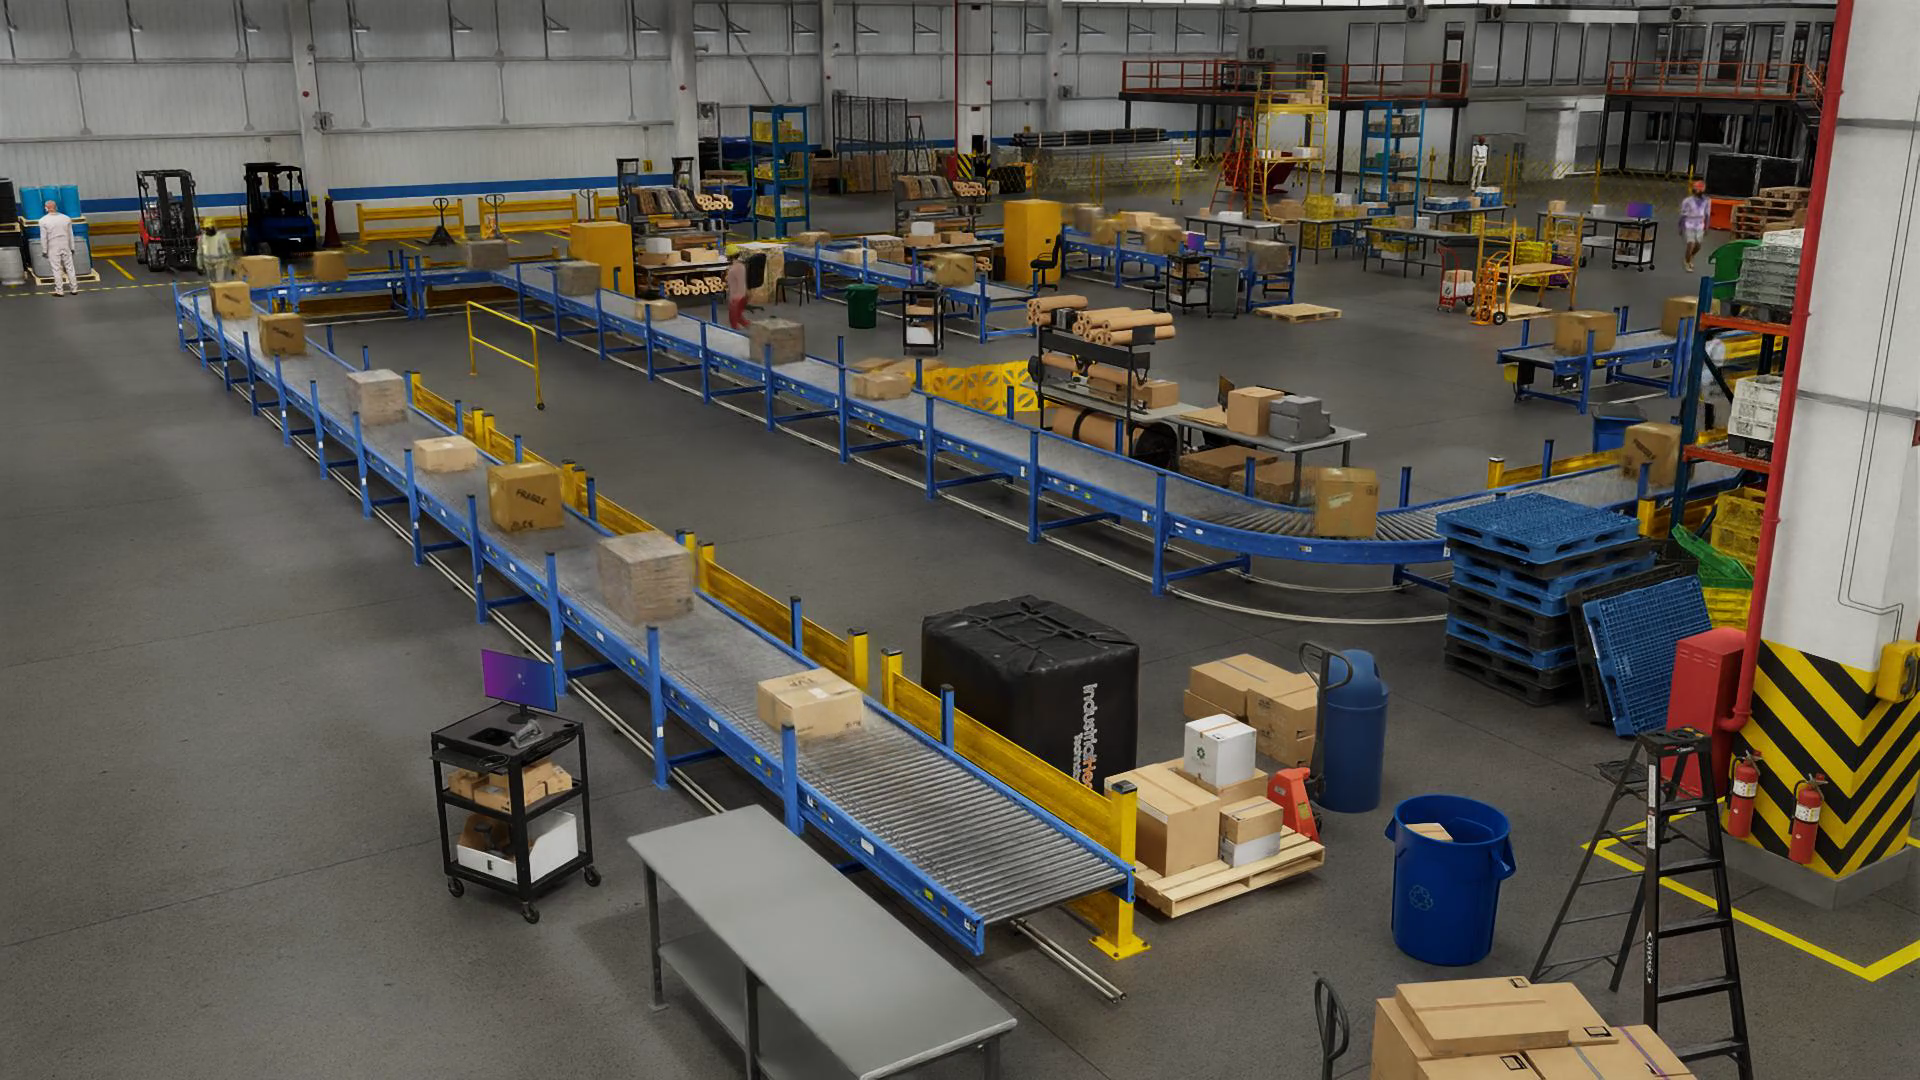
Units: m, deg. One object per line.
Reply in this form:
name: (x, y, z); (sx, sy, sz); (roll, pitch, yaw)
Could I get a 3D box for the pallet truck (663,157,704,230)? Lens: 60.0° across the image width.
pallet truck: (-7.586, -9.308, 44.692); (0.823, 1.965, 1.885); (-11, 20, -33)

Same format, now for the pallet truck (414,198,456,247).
pallet truck: (-13.250, -8.060, 41.856); (0.680, 1.201, 1.601); (-10, 20, -31)

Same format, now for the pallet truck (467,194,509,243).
pallet truck: (-11.983, -8.177, 42.137); (0.704, 1.261, 1.522); (-11, 20, -33)

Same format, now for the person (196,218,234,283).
person: (-13.968, -5.121, 31.121); (0.621, 1.780, 0.916); (0, 17, 1)

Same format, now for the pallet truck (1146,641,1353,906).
pallet truck: (1.664, 1.407, 10.232); (1.630, 1.274, 0.653); (-10, 20, -31)

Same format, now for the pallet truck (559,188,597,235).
pallet truck: (-10.010, -8.652, 43.699); (0.653, 1.274, 1.630); (-10, 20, -31)

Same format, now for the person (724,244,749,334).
person: (-3.648, -3.986, 27.397); (0.478, 1.747, 0.536); (8, 18, 24)

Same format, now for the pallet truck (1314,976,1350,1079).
pallet truck: (2.299, 2.390, 7.086); (1.601, 1.201, 0.680); (-2, 17, -7)

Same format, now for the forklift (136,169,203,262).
forklift: (-17.842, -7.318, 37.559); (1.157, 1.987, 2.680); (-10, 20, -31)

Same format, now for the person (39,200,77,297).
person: (-18.044, -5.825, 33.265); (0.410, 1.905, 0.641); (13, 21, 36)

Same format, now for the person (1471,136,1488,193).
person: (17.441, -12.611, 55.879); (0.575, 1.884, 0.355); (-6, 18, -18)

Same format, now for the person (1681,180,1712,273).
person: (16.200, -6.921, 36.701); (0.615, 2.027, 0.544); (2, 17, 6)

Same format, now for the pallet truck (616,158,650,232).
pallet truck: (-8.918, -9.176, 44.255); (0.823, 1.965, 1.885); (-9, 19, -27)

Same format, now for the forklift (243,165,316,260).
forklift: (-15.898, -7.669, 38.708); (1.157, 1.987, 2.680); (-11, 20, -33)

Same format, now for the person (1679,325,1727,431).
person: (9.222, -1.973, 20.829); (0.769, 1.663, 0.553); (-9, 19, -28)
